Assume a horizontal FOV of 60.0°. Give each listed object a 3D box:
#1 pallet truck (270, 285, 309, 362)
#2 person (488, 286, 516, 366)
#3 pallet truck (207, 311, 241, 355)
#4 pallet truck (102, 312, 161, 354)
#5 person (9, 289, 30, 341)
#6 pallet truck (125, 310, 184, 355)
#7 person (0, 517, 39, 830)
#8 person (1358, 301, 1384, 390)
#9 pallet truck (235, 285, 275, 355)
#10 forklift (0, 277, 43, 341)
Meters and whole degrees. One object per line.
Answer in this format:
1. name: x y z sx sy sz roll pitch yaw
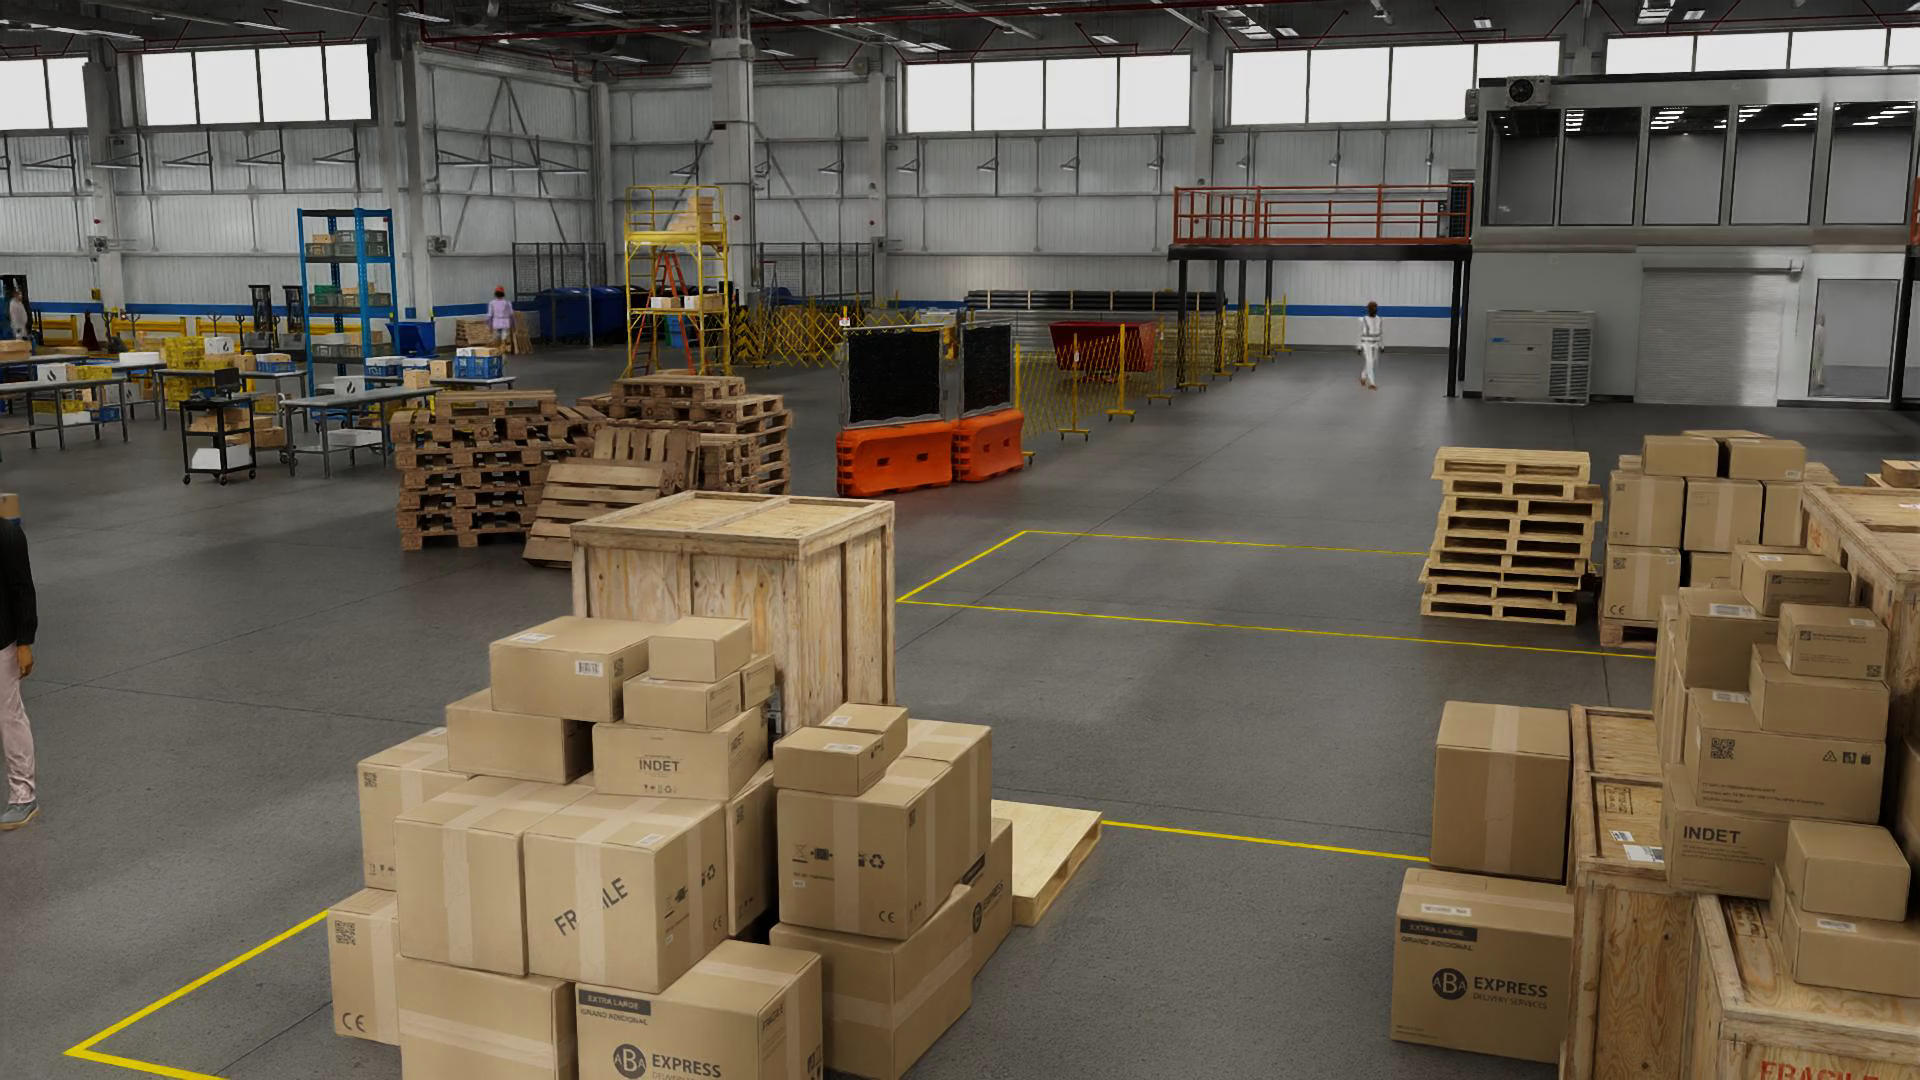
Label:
1. pallet truck: -17.147 -5.700 43.663 0.823 1.965 1.885 3 11 17
2. person: -11.590 -5.402 41.985 0.610 2.008 0.983 1 10 3
3. pallet truck: -19.537 -5.575 44.913 0.653 1.274 1.630 3 11 19
4. pallet truck: -23.057 -5.777 46.261 0.680 1.201 1.601 3 11 19
5. person: -24.477 -5.568 43.215 0.487 1.897 0.644 -3 11 -17
6. pallet truck: -22.038 -5.665 45.457 0.704 1.261 1.522 3 11 17
7. person: -5.110 0.530 8.613 0.624 1.982 0.402 1 10 5
8. person: 8.628 -4.099 35.033 0.585 1.860 0.770 -3 10 -16
9. pallet truck: -18.327 -5.835 44.421 0.823 1.965 1.885 4 11 23
10. forklift: -27.151 -6.329 46.328 1.157 1.987 2.680 3 11 17
